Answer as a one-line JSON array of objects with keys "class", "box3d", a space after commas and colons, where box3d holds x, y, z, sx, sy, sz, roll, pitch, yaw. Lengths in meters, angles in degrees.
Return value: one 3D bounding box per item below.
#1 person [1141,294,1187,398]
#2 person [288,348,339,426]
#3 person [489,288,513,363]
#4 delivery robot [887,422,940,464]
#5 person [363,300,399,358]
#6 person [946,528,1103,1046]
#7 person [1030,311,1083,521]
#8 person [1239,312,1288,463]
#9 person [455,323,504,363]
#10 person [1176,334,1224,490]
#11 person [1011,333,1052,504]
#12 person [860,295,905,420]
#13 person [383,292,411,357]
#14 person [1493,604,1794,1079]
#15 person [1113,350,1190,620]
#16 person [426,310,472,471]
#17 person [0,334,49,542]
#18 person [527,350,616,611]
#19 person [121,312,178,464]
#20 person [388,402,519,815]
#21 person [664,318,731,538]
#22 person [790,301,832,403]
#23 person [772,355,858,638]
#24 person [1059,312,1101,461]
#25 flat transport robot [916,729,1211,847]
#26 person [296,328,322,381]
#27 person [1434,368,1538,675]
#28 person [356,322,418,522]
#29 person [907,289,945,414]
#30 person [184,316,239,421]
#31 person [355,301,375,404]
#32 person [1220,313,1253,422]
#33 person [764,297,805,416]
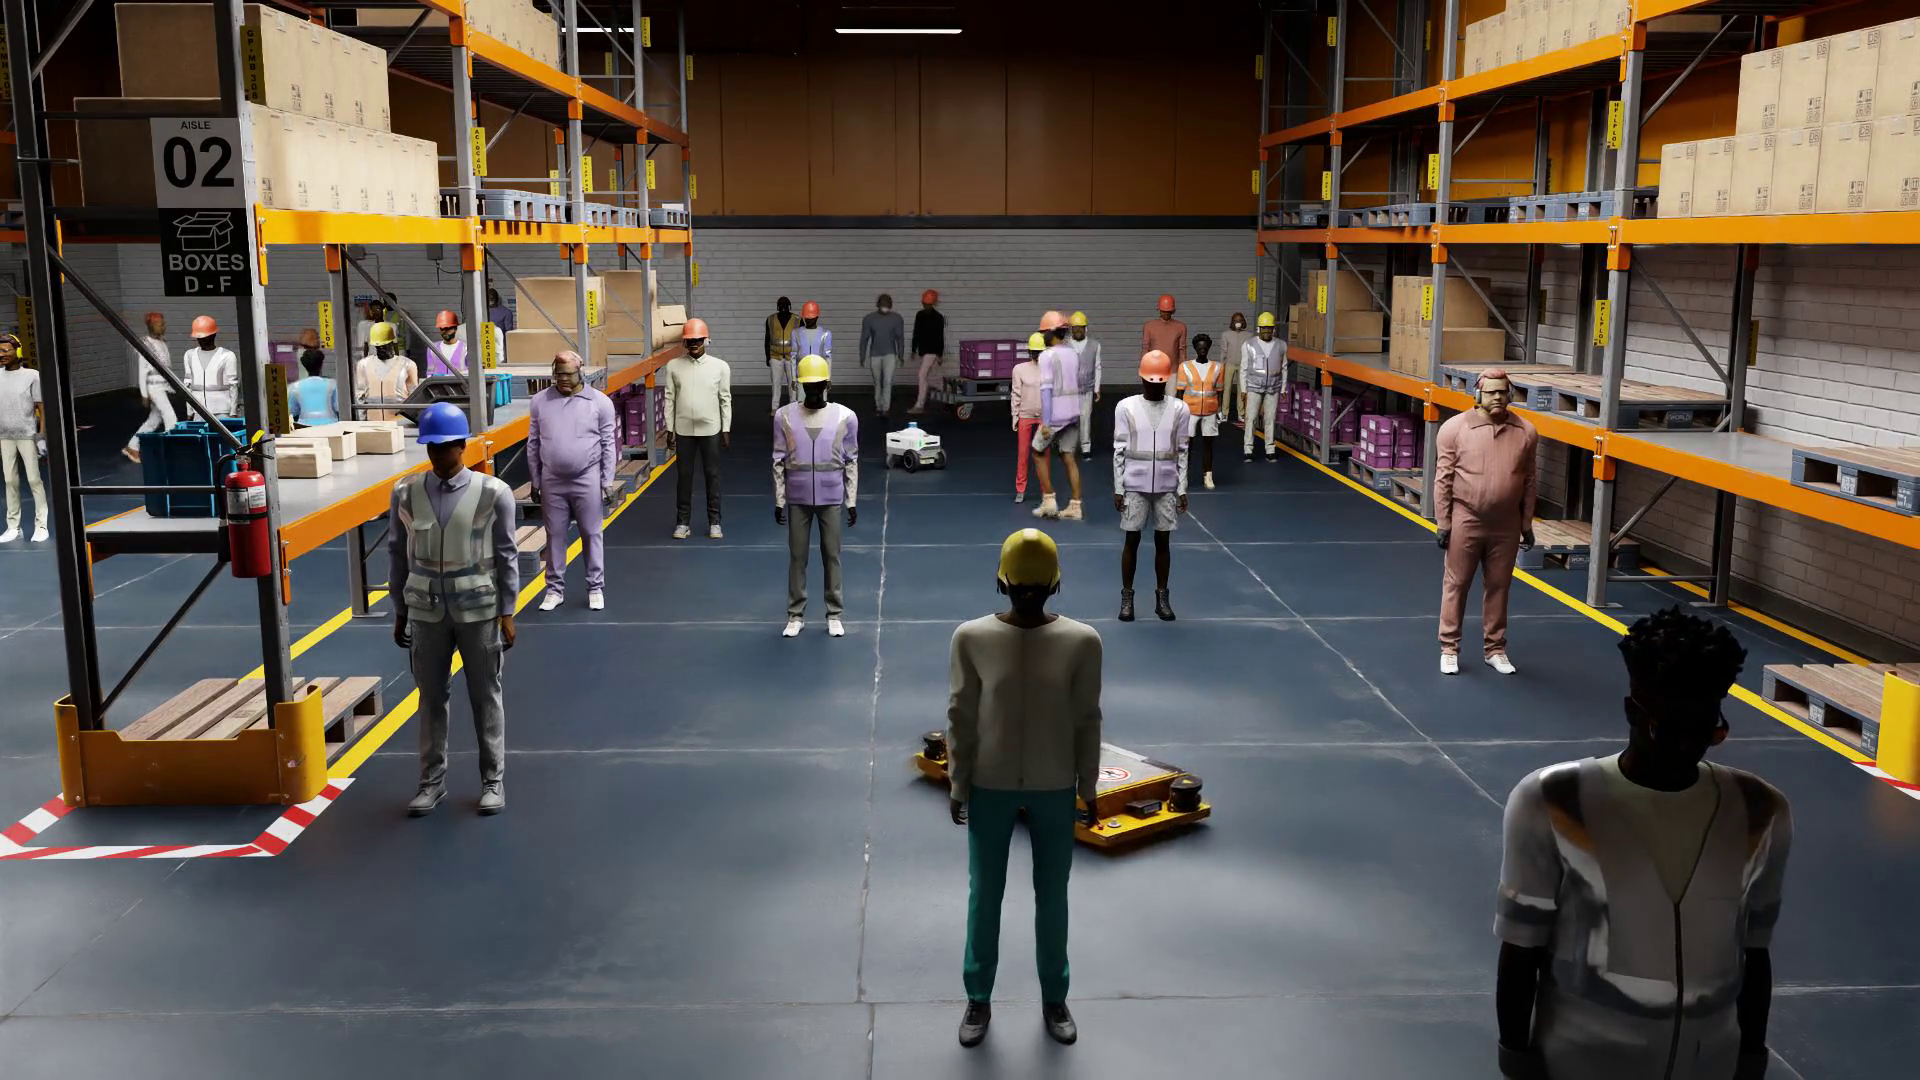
[{"class": "person", "box3d": [2.706, -2.261, 22.092, 0.608, 1.987, 0.388, 0, 10, -2]}, {"class": "person", "box3d": [-6.078, -0.982, 15.808, 0.545, 1.674, 0.548, -2, 10, -11]}, {"class": "person", "box3d": [-7.554, -3.109, 26.967, 0.628, 1.935, 0.373, 0, 10, -2]}, {"class": "delivery robot", "box3d": [-0.553, -1.144, 19.598, 0.477, 0.478, 0.707, -8, 13, -38]}, {"class": "person", "box3d": [-8.181, -2.453, 23.490, 0.510, 1.872, 0.329, 0, 10, -2]}, {"class": "person", "box3d": [0.214, 0.823, 5.550, 0.522, 1.761, 0.321, 0, 10, -2]}, {"class": "person", "box3d": [0.921, -1.181, 15.998, 0.640, 2.011, 0.693, 8, 13, 39]}, {"class": "person", "box3d": [3.696, -1.852, 20.243, 0.586, 1.833, 0.403, 0, 10, -2]}, {"class": "person", "box3d": [-6.161, -2.096, 21.321, 0.628, 1.935, 0.373, 0, 10, -2]}, {"class": "person", "box3d": [2.603, -1.388, 18.041, 0.532, 1.696, 0.319, 0, 10, -2]}, {"class": "person", "box3d": [0.782, -1.246, 17.077, 0.522, 1.761, 0.321, 0, 10, -2]}, {"class": "person", "box3d": [-1.182, -2.756, 25.148, 0.664, 1.872, 1.030, 0, 10, 2]}, {"class": "person", "box3d": [-9.472, -3.203, 27.751, 0.623, 1.844, 0.429, 0, 10, -2]}, {"class": "person", "box3d": [1.407, 1.096, 3.471, 0.602, 1.959, 0.371, 0, 10, -2]}, {"class": "person", "box3d": [1.355, -0.381, 11.780, 0.542, 1.929, 0.368, 0, 10, -2]}, {"class": "person", "box3d": [-5.553, -1.533, 18.175, 0.542, 1.938, 0.358, 0, 10, -2]}, {"class": "person", "box3d": [-8.435, -0.908, 14.880, 0.510, 1.872, 0.329, 0, 10, -2]}, {"class": "person", "box3d": [-2.830, -0.426, 12.110, 0.639, 1.903, 0.409, 0, 10, -2]}, {"class": "person", "box3d": [-9.703, -1.810, 19.990, 0.927, 1.851, 0.586, 0, 10, -1]}, {"class": "person", "box3d": [-2.369, 0.326, 7.792, 0.602, 1.948, 0.387, 0, 10, -2]}, {"class": "person", "box3d": [-2.375, -1.002, 15.060, 0.608, 1.995, 0.377, 0, 10, -2]}, {"class": "person", "box3d": [-1.906, -2.094, 21.326, 0.542, 1.929, 0.368, 0, 10, -2]}, {"class": "person", "box3d": [-0.981, -0.294, 11.301, 0.584, 1.927, 0.367, 0, 10, -2]}, {"class": "person", "box3d": [1.440, -1.874, 20.366, 0.586, 1.833, 0.403, 0, 10, -2]}, {"class": "flat transport robot", "box3d": [0.465, 1.127, 8.002, 0.652, 0.197, 1.431, -8, 13, -36]}, {"class": "person", "box3d": [-8.222, -1.868, 20.981, 0.497, 1.601, 0.781, 7, 12, 33]}, {"class": "person", "box3d": [3.263, -0.107, 10.321, 0.639, 1.909, 0.409, 0, 10, -2]}, {"class": "person", "box3d": [-5.492, -1.128, 15.972, 0.584, 1.919, 0.375, 0, 10, -2]}, {"class": "person", "box3d": [-0.438, -2.957, 26.074, 0.808, 1.951, 0.639, -7, 12, -34]}, {"class": "person", "box3d": [-7.715, -1.343, 17.142, 0.542, 1.929, 0.368, 0, 10, -2]}, {"class": "person", "box3d": [-8.589, -2.534, 24.036, 0.578, 1.852, 0.940, 10, 14, 43]}, {"class": "person", "box3d": [4.122, -2.573, 24.815, 0.497, 1.633, 0.283, 0, 10, -2]}, {"class": "person", "box3d": [-2.697, -2.816, 25.592, 0.623, 1.844, 0.429, 0, 10, -2]}]
